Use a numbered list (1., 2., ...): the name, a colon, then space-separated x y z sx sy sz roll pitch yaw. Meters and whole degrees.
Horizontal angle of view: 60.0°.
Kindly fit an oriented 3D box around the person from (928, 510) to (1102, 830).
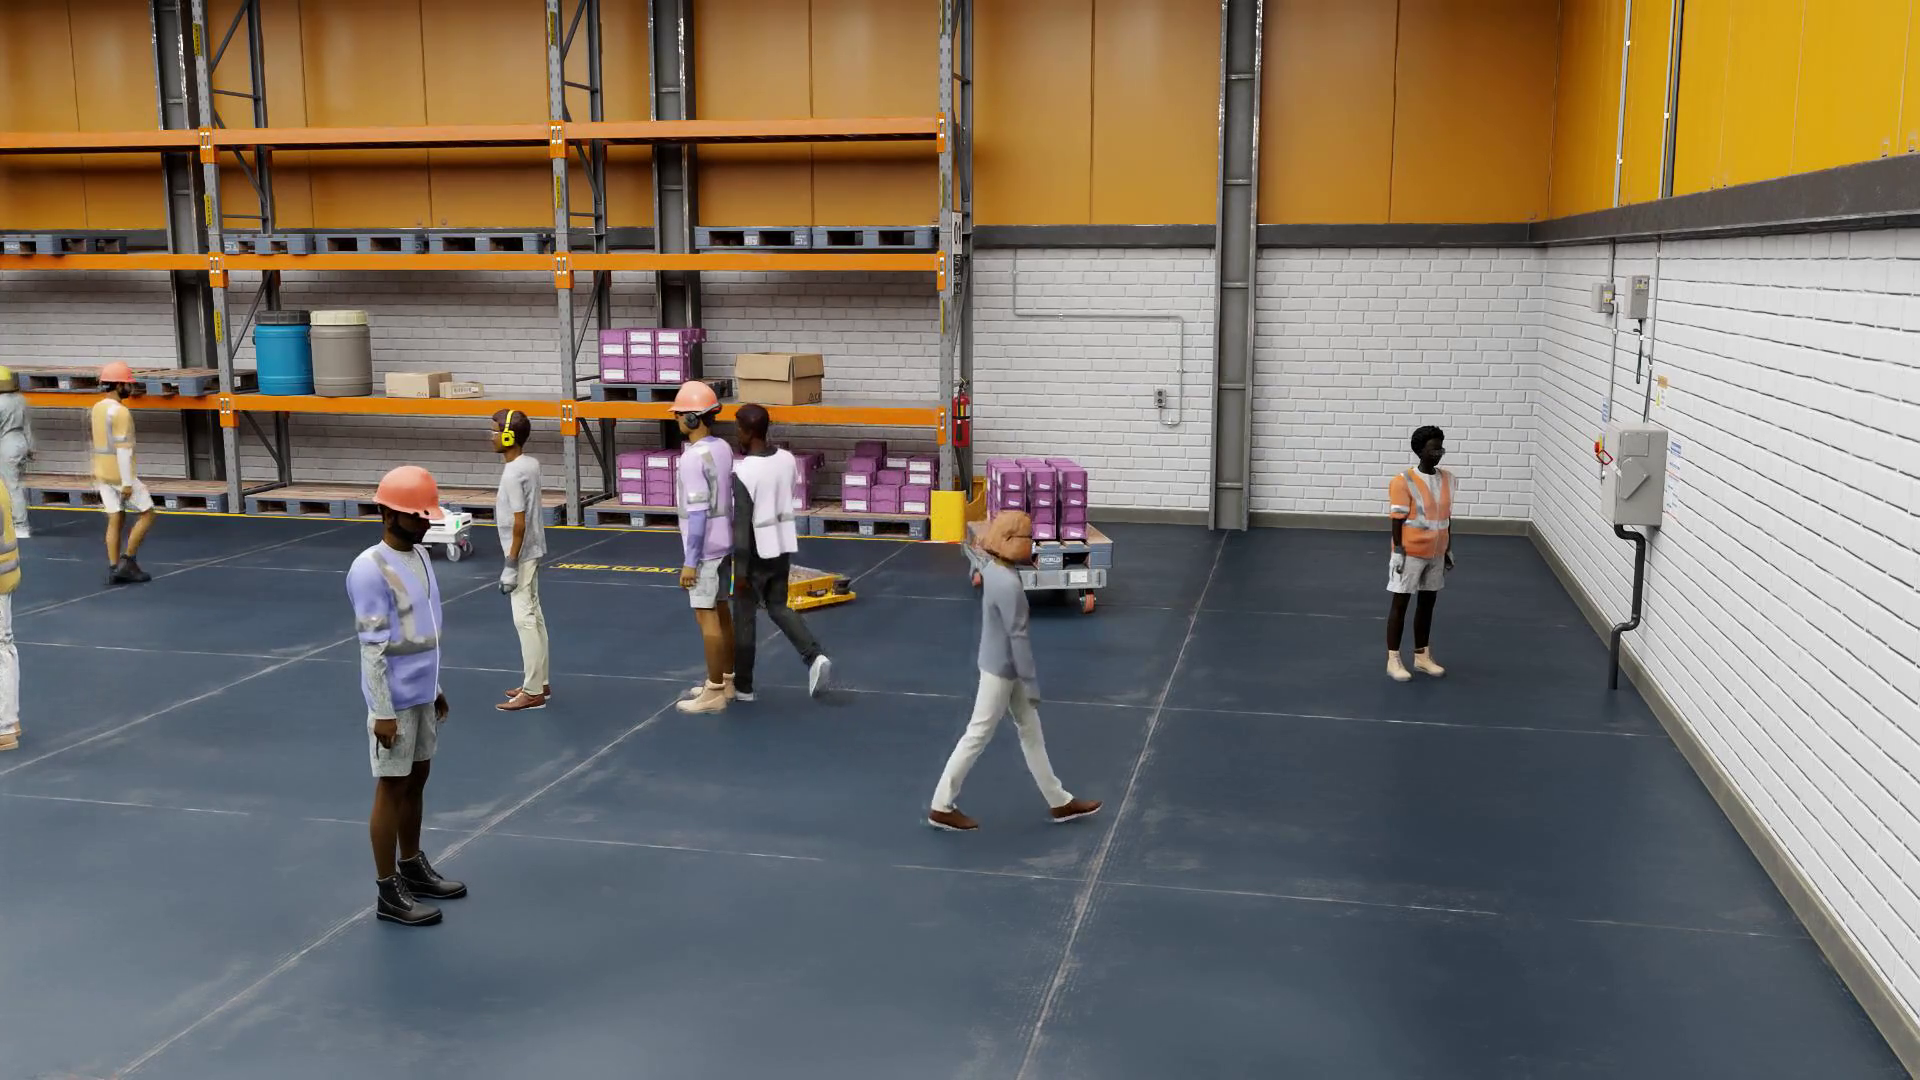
1. person: 0.247 0.638 8.062 0.874 1.580 0.522 -1 10 -3

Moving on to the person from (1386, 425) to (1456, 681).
1. person: 3.060 0.082 11.033 0.531 1.697 0.322 -5 11 -25

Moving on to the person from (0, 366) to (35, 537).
1. person: -9.551 -0.878 16.589 0.490 1.726 0.513 2 10 10

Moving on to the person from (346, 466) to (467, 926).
1. person: -2.317 0.645 7.025 0.374 1.927 0.542 1 10 6

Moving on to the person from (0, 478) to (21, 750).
1. person: -5.561 0.284 9.414 0.430 1.845 0.624 -4 10 -21

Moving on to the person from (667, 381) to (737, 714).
1. person: -1.582 0.052 10.191 0.394 2.044 0.609 2 10 11

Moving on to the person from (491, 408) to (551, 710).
1. person: -2.734 0.122 10.293 0.326 1.872 0.519 0 10 -1

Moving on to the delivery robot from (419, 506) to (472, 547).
1. delivery robot: -4.915 -0.140 15.452 0.707 0.478 0.477 1 10 7

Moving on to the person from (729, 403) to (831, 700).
1. person: -1.204 0.089 10.387 0.744 1.900 0.631 6 11 32

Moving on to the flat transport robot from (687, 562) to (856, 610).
1. flat transport robot: -1.575 0.348 13.678 1.431 0.197 0.652 9 13 44

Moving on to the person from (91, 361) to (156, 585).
1. person: -7.145 -0.560 14.192 0.543 1.922 0.424 7 12 35
